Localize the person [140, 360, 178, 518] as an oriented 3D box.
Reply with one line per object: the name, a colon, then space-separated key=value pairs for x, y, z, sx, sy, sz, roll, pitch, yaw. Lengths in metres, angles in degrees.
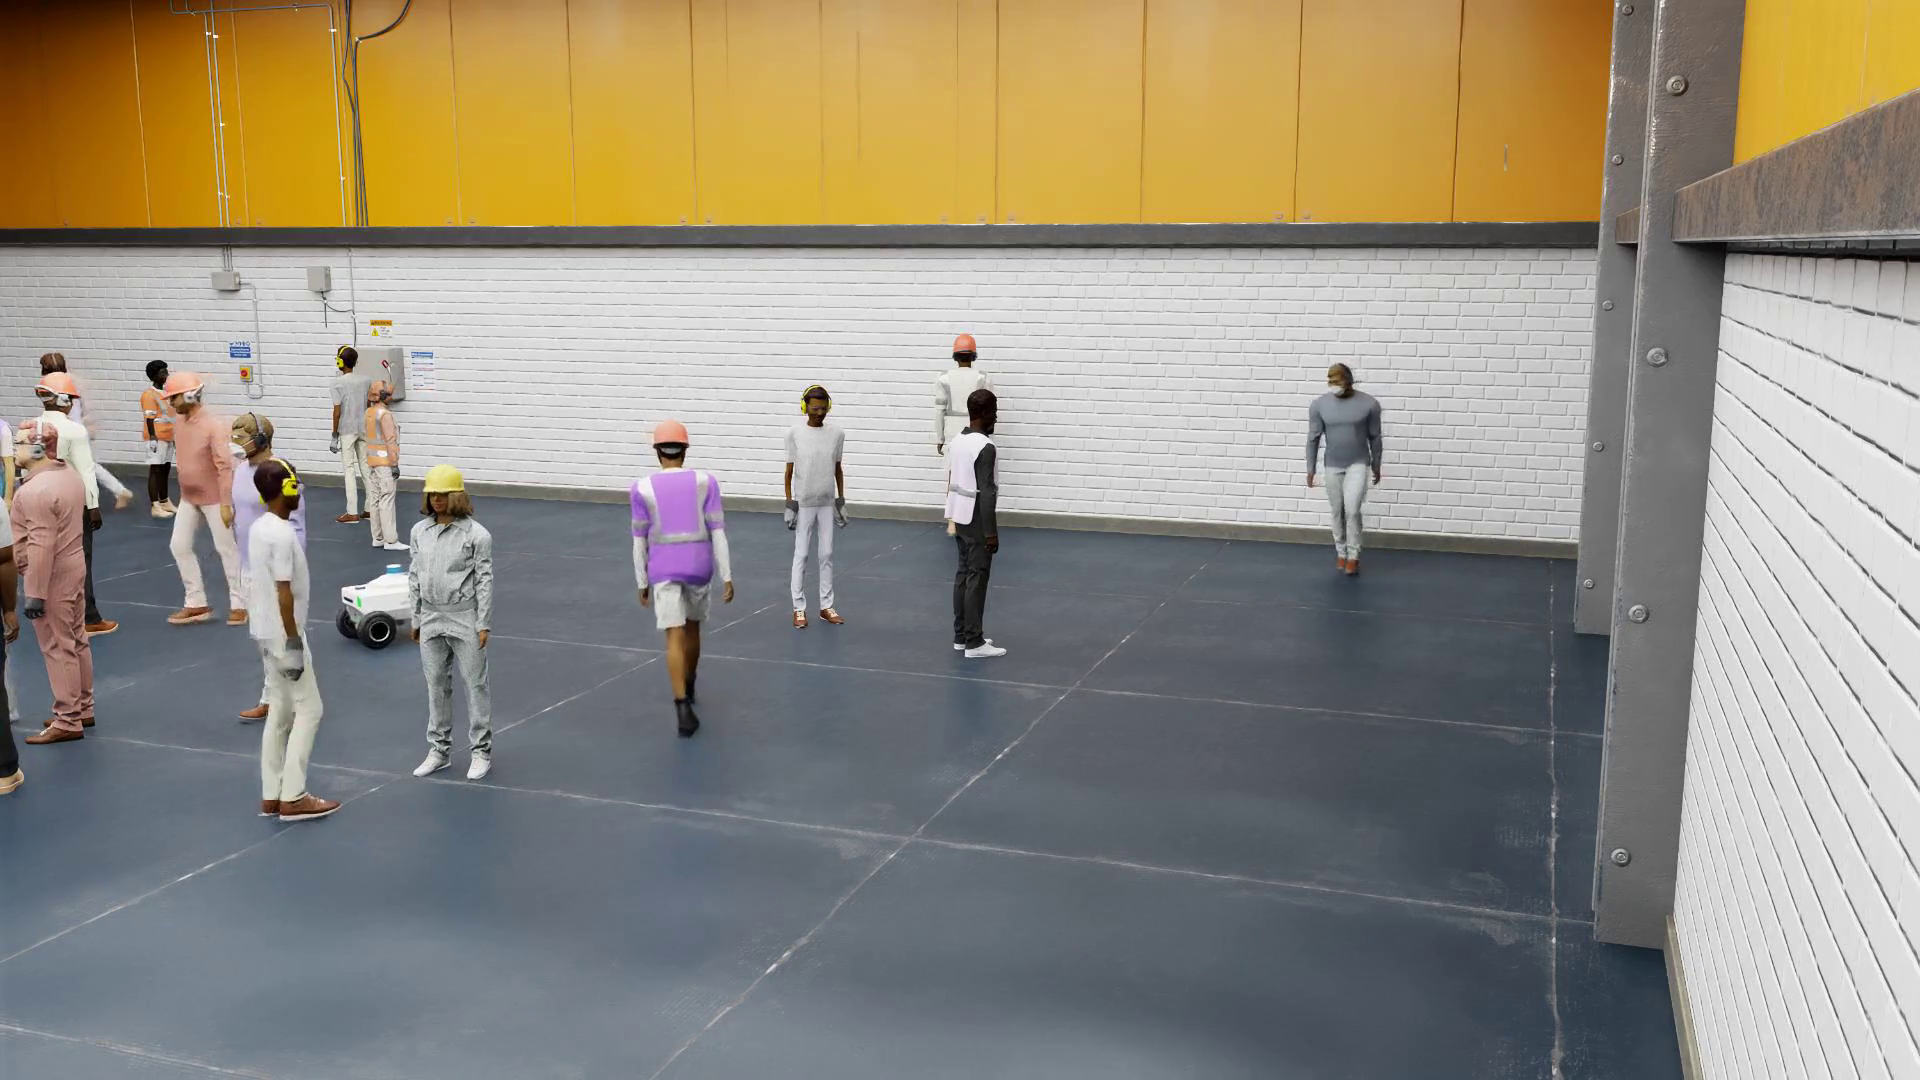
person: x=-8.615 y=-1.091 z=17.932 sx=0.321 sy=1.696 sz=0.537 roll=0 pitch=10 yaw=-1

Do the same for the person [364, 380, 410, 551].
person: x=-5.535 y=-0.715 z=15.976 sx=0.310 sy=1.640 sz=0.514 roll=-9 pitch=13 yaw=-41

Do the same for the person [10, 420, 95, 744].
person: x=-5.387 y=0.240 z=9.834 sx=0.407 sy=1.913 sz=0.641 roll=-2 pitch=10 yaw=-12

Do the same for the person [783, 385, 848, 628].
person: x=-1.108 y=-0.261 z=12.793 sx=0.508 sy=1.865 sz=0.329 roll=-5 pitch=11 yaw=-25

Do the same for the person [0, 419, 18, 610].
person: x=-7.866 y=-0.358 z=13.382 sx=0.565 sy=1.846 sz=0.388 roll=1 pitch=10 yaw=4

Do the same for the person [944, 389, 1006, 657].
person: x=0.102 y=-0.119 z=11.866 sx=0.397 sy=1.911 sz=0.587 roll=-4 pitch=11 yaw=-21

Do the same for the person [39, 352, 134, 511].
person: x=-9.441 y=-1.138 z=17.937 sx=0.813 sy=1.801 sz=0.637 roll=-4 pitch=11 yaw=-23

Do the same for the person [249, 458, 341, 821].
person: x=-3.488 y=0.506 z=8.556 sx=0.387 sy=1.837 sz=0.561 roll=-8 pitch=13 yaw=-38

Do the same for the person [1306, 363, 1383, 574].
person: x=3.412 y=-0.635 z=14.794 sx=0.646 sy=1.892 sz=0.731 roll=4 pitch=11 yaw=22

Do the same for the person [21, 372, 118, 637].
person: x=-6.685 y=-0.260 z=12.439 sx=0.611 sy=1.985 sz=0.393 roll=3 pitch=10 yaw=15

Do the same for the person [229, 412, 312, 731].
person: x=-4.168 y=0.189 z=10.047 sx=0.635 sy=1.935 sz=0.349 roll=8 pitch=13 yaw=40

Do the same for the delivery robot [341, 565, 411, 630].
delivery robot: x=-4.189 y=0.426 z=12.341 sx=0.707 sy=0.478 sz=0.477 roll=-9 pitch=13 yaw=-40

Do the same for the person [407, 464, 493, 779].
person: x=-2.797 y=0.448 z=9.131 sx=0.486 sy=1.746 sz=0.289 roll=2 pitch=10 yaw=10

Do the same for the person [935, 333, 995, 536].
person: x=0.054 y=-1.047 z=16.701 sx=0.607 sy=2.048 sz=0.368 roll=1 pitch=10 yaw=6

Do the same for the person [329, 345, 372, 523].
person: x=-6.430 y=-1.116 z=17.572 sx=0.328 sy=1.876 sz=0.515 roll=6 pitch=12 yaw=32

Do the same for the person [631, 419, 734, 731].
person: x=-1.711 y=0.198 z=10.248 sx=0.589 sy=1.865 sz=1.006 roll=-3 pitch=10 yaw=-15

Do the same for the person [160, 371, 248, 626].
person: x=-5.820 y=-0.303 z=12.733 sx=0.704 sy=1.964 sz=0.597 roll=5 pitch=11 yaw=27

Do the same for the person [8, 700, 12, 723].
person: x=-6.032 y=0.394 z=9.820 sx=0.532 sy=1.600 sz=0.725 roll=4 pitch=11 yaw=24

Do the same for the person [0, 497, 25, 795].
person: x=-5.350 y=0.362 z=8.780 sx=0.689 sy=2.000 sz=0.538 roll=-5 pitch=11 yaw=-28
